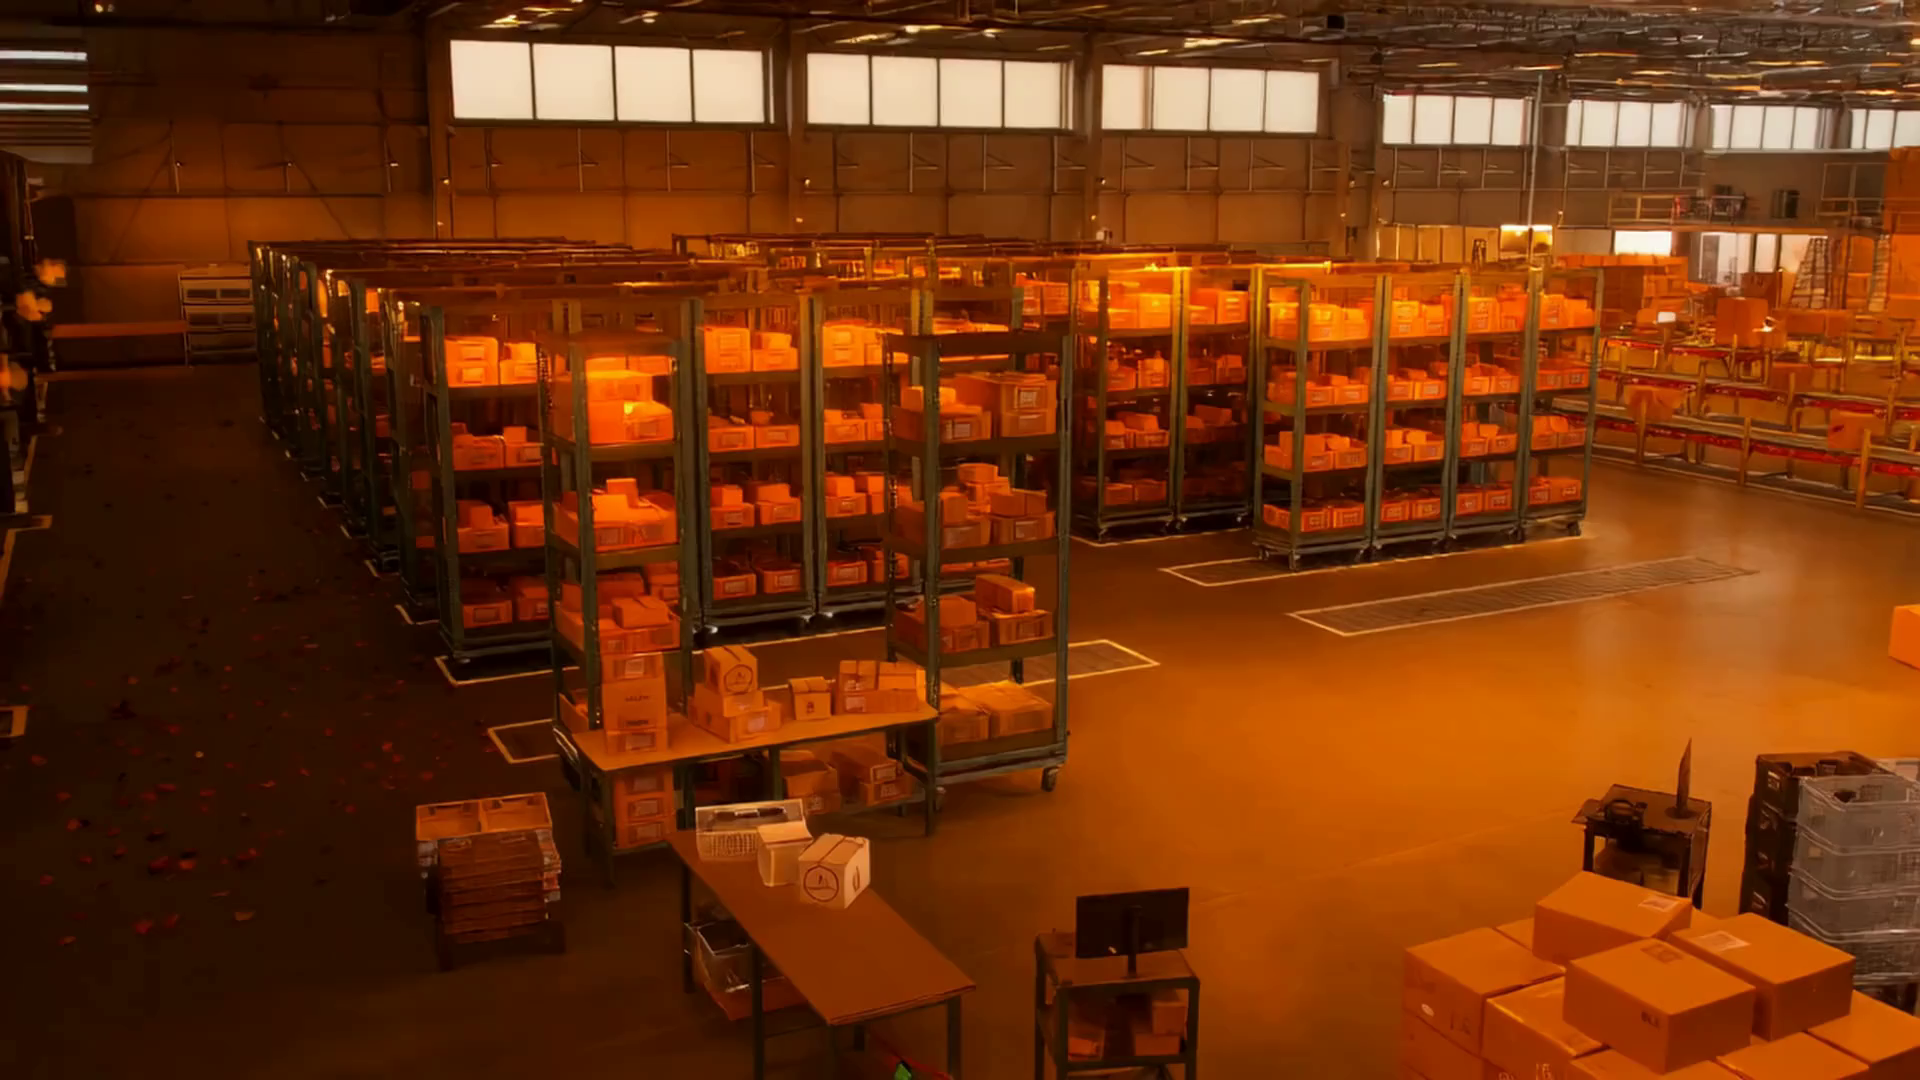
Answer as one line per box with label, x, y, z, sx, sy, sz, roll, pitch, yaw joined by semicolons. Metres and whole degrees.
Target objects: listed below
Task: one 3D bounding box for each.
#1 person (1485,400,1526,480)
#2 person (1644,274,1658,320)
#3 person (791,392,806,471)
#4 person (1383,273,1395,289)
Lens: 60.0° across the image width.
person;8.591;-1.755;25.959;0.638;1.922;0.786;-2;12;-9
person;20.995;-7.096;50.768;0.968;2.015;0.606;1;12;5
person;-2.492;-1.753;26.227;0.627;1.806;0.770;-7;14;-31
person;13.680;-7.656;53.614;0.409;1.907;0.651;-9;15;-36
